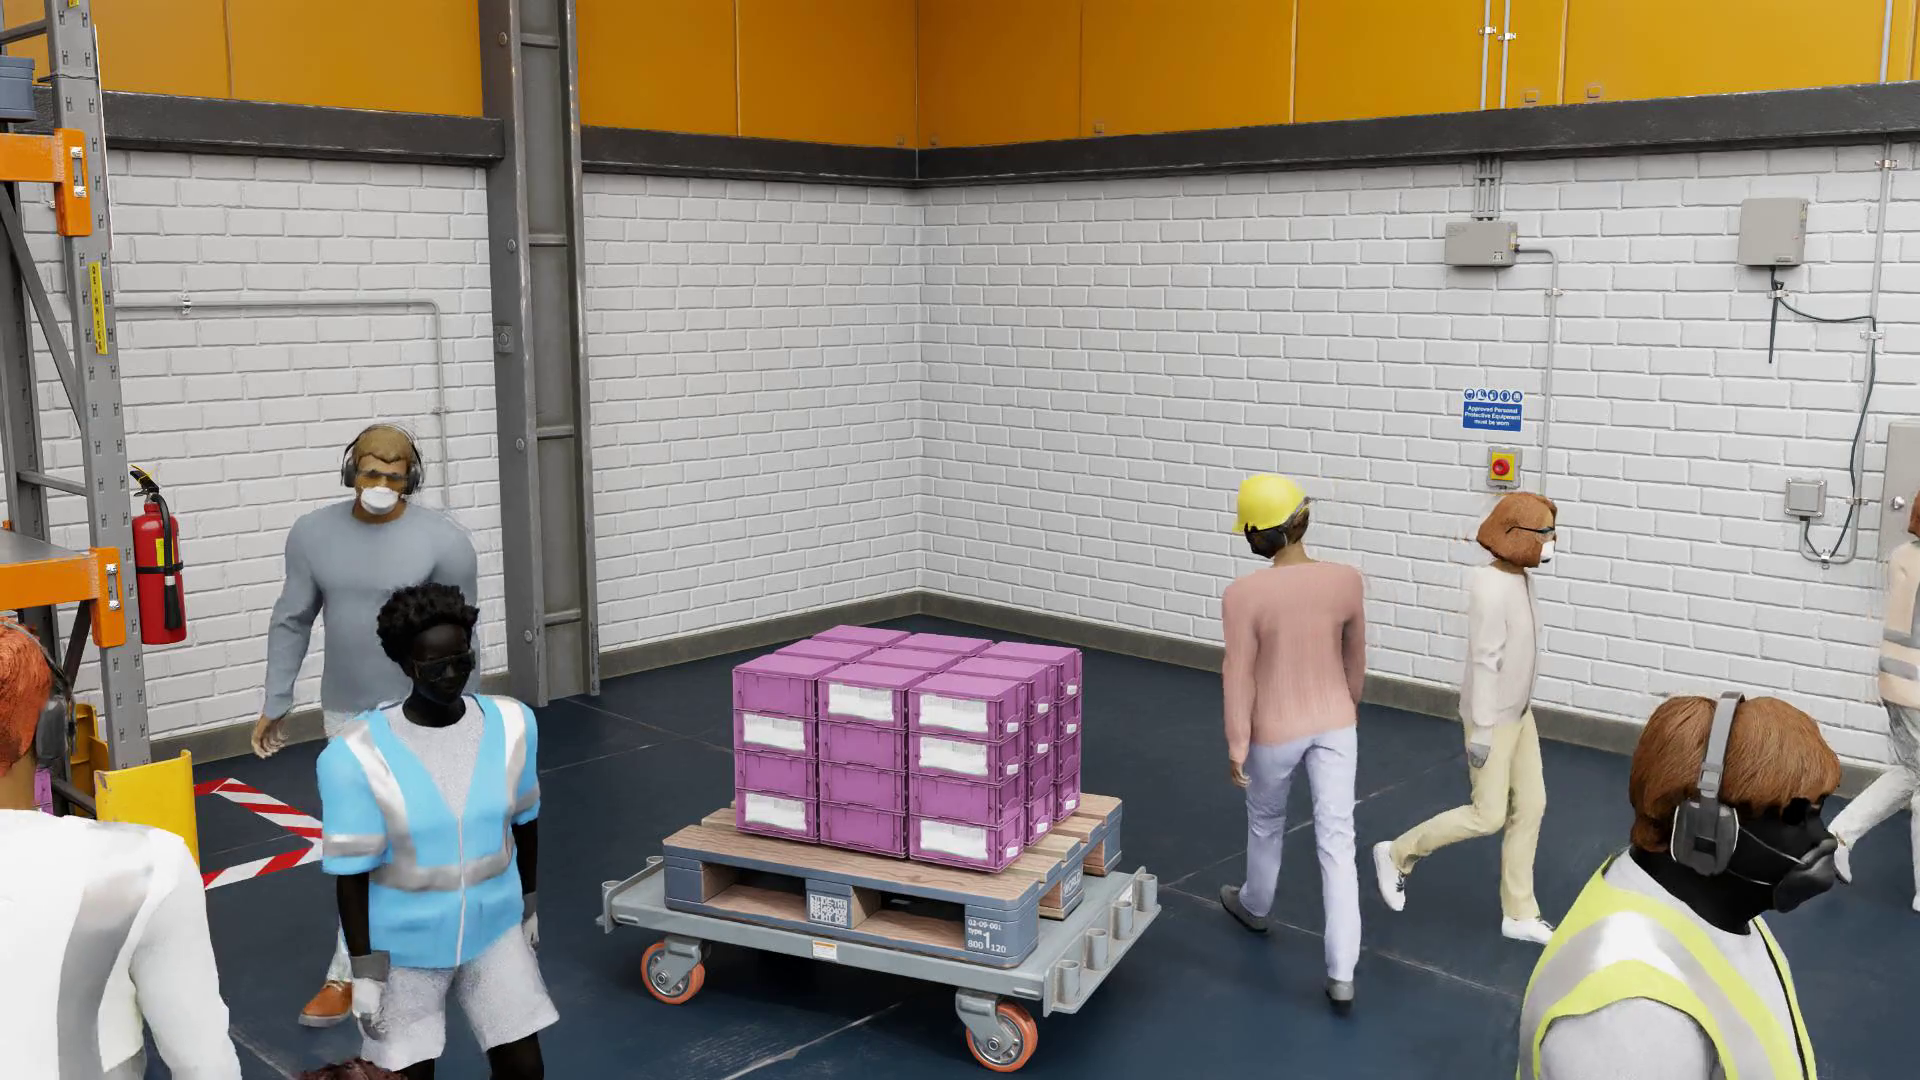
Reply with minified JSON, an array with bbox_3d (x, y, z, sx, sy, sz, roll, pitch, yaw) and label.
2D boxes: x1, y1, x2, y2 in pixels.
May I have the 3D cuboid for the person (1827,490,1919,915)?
[{"bbox_3d":[3.493,0.577,6.036,0.507,1.627,0.537,1,9,7],"label":"person"}]

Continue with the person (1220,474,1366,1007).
[{"bbox_3d":[1.112,0.624,5.541,0.552,1.691,0.944,-1,9,-9],"label":"person"}]

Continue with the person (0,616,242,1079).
[{"bbox_3d":[-1.444,1.018,2.626,0.616,1.851,0.875,-3,10,-15],"label":"person"}]

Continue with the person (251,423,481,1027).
[{"bbox_3d":[-1.895,0.531,5.556,0.650,1.886,1.045,2,10,15],"label":"person"}]

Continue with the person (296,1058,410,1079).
[{"bbox_3d":[-0.382,1.274,1.180,0.511,1.832,0.976,-1,9,-5],"label":"person"}]

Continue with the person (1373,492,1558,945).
[{"bbox_3d":[1.837,0.614,5.835,0.627,1.606,0.506,7,11,36],"label":"person"}]

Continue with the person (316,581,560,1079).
[{"bbox_3d":[-1.180,0.917,3.798,0.542,1.686,0.380,-7,12,-37],"label":"person"}]

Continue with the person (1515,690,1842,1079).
[{"bbox_3d":[0.958,1.094,2.257,0.436,1.825,0.650,5,11,30],"label":"person"}]
